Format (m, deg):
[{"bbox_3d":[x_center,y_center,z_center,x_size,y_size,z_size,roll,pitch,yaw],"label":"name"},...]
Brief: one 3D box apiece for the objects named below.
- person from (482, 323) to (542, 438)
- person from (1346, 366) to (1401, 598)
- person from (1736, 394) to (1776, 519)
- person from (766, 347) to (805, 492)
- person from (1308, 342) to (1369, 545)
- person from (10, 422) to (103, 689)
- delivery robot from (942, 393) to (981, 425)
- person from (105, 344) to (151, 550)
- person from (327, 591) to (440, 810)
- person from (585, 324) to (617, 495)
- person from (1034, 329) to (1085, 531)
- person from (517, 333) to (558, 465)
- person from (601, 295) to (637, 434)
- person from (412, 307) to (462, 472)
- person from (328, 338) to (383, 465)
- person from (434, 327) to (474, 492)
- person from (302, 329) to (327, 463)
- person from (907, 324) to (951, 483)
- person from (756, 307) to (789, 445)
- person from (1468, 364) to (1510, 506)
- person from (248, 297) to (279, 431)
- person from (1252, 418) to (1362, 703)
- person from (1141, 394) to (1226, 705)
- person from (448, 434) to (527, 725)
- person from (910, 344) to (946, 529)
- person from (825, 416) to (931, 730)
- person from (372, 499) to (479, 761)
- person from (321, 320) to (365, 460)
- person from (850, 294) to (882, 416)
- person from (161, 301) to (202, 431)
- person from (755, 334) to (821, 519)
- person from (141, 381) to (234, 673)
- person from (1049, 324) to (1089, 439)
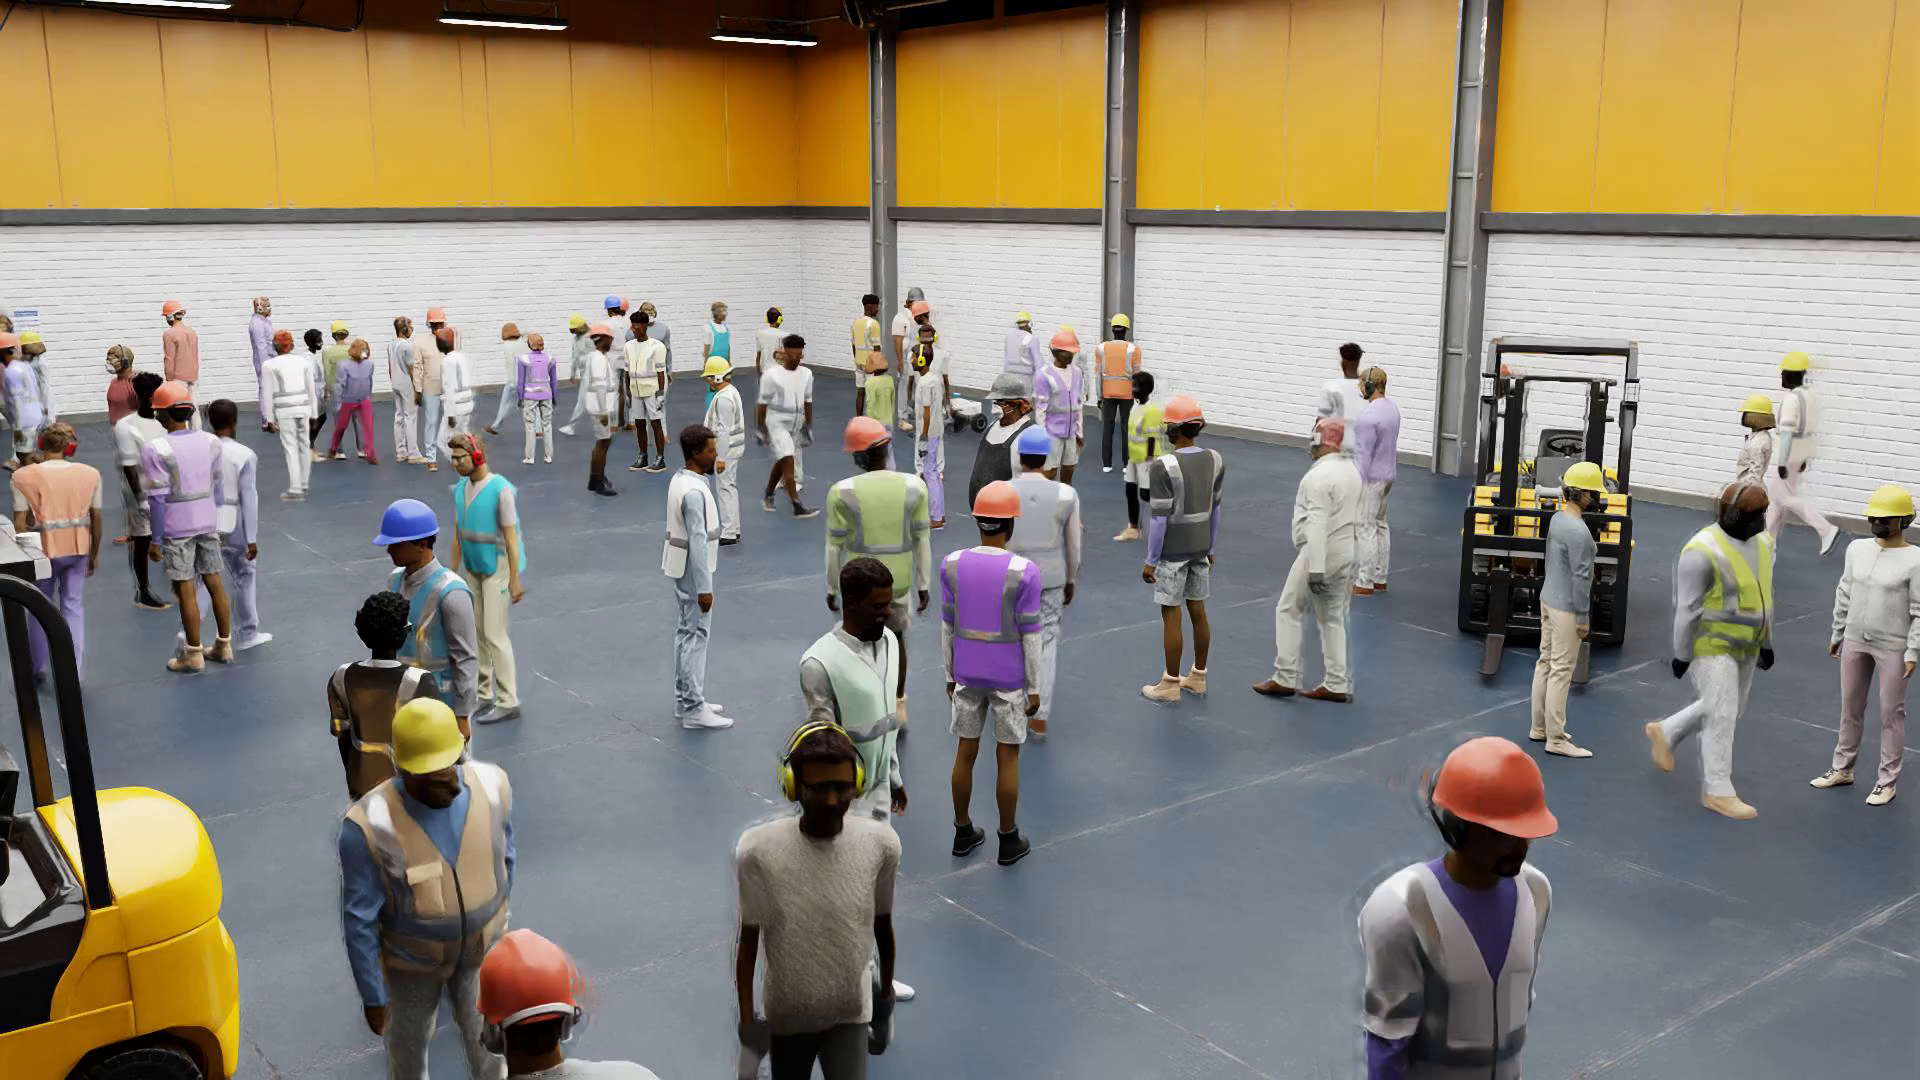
[{"bbox_3d":[-6.156,-2.182,22.885,0.888,1.581,0.496,4,12,20],"label":"person"},{"bbox_3d":[3.434,-0.482,13.846,0.375,1.930,0.636,8,14,35],"label":"person"},{"bbox_3d":[6.387,-0.314,13.474,0.298,1.744,0.487,6,13,28],"label":"person"},{"bbox_3d":[-1.965,-1.356,18.764,0.523,1.636,0.310,6,13,28],"label":"person"},{"bbox_3d":[3.727,-0.955,16.137,0.622,1.909,0.998,-2,12,-11],"label":"person"},{"bbox_3d":[-6.176,0.099,11.330,0.623,1.800,0.759,-11,16,-43],"label":"person"},{"bbox_3d":[-0.041,-1.822,23.414,0.707,0.478,0.477,-10,15,-41],"label":"delivery robot"},{"bbox_3d":[-7.849,-0.881,15.741,0.630,1.940,0.372,10,15,40],"label":"person"},{"bbox_3d":[-2.374,1.049,7.007,0.533,1.697,0.318,3,12,14],"label":"person"},{"bbox_3d":[-4.033,-1.456,18.642,0.381,1.896,0.662,-3,12,-13],"label":"person"},{"bbox_3d":[1.002,-1.059,16.387,0.609,2.032,0.410,-10,16,-41],"label":"person"},{"bbox_3d":[-5.254,-1.754,20.704,0.519,1.631,0.325,-8,14,-35],"label":"person"},{"bbox_3d":[-4.810,-2.458,23.365,0.604,1.939,0.414,-10,15,-40],"label":"person"},{"bbox_3d":[-6.310,-1.833,20.198,0.622,1.993,0.381,-7,14,-32],"label":"person"},{"bbox_3d":[-7.575,-1.734,20.717,0.828,1.591,0.522,10,16,41],"label":"person"},{"bbox_3d":[-5.672,-1.453,18.673,0.407,1.867,0.601,0,12,2],"label":"person"},{"bbox_3d":[-8.097,-1.804,20.814,0.355,1.682,0.553,-3,12,-14],"label":"person"},{"bbox_3d":[-0.364,-1.588,19.353,0.512,1.861,0.325,0,12,-1],"label":"person"},{"bbox_3d":[-2.484,-2.177,22.213,0.524,1.857,0.345,4,12,18],"label":"person"},{"bbox_3d":[4.746,-0.644,14.783,0.405,1.860,0.598,2,12,9],"label":"person"},{"bbox_3d":[-9.840,-2.497,23.620,0.408,1.908,0.641,-5,13,-21],"label":"person"},{"bbox_3d":[2.311,0.131,11.035,0.753,1.868,0.685,8,14,35],"label":"person"},{"bbox_3d":[1.443,0.063,10.926,0.608,2.044,0.370,-9,15,-36],"label":"person"},{"bbox_3d":[-3.034,0.227,10.654,0.588,1.828,0.471,11,16,42],"label":"person"},{"bbox_3d":[-0.329,-1.034,16.684,0.349,1.863,0.515,1,12,6],"label":"person"},{"bbox_3d":[-0.518,0.236,10.150,0.636,2.013,0.579,-3,12,-12],"label":"person"},{"bbox_3d":[-2.495,0.758,7.805,0.616,1.942,0.408,10,15,40],"label":"person"},{"bbox_3d":[-7.810,-1.900,21.083,0.533,1.766,0.316,-9,15,-38],"label":"person"},{"bbox_3d":[-1.281,-2.478,23.403,0.376,1.959,0.600,-9,15,-38],"label":"person"},{"bbox_3d":[-10.097,-2.106,21.563,0.412,1.980,0.630,2,12,10],"label":"person"},{"bbox_3d":[-1.841,-1.195,17.342,0.939,1.921,0.609,11,16,43],"label":"person"},{"bbox_3d":[-5.431,-0.088,11.654,0.396,2.042,0.610,6,13,27],"label":"person"},{"bbox_3d":[1.340,-1.855,20.967,0.507,1.710,0.739,4,12,18],"label":"person"}]
